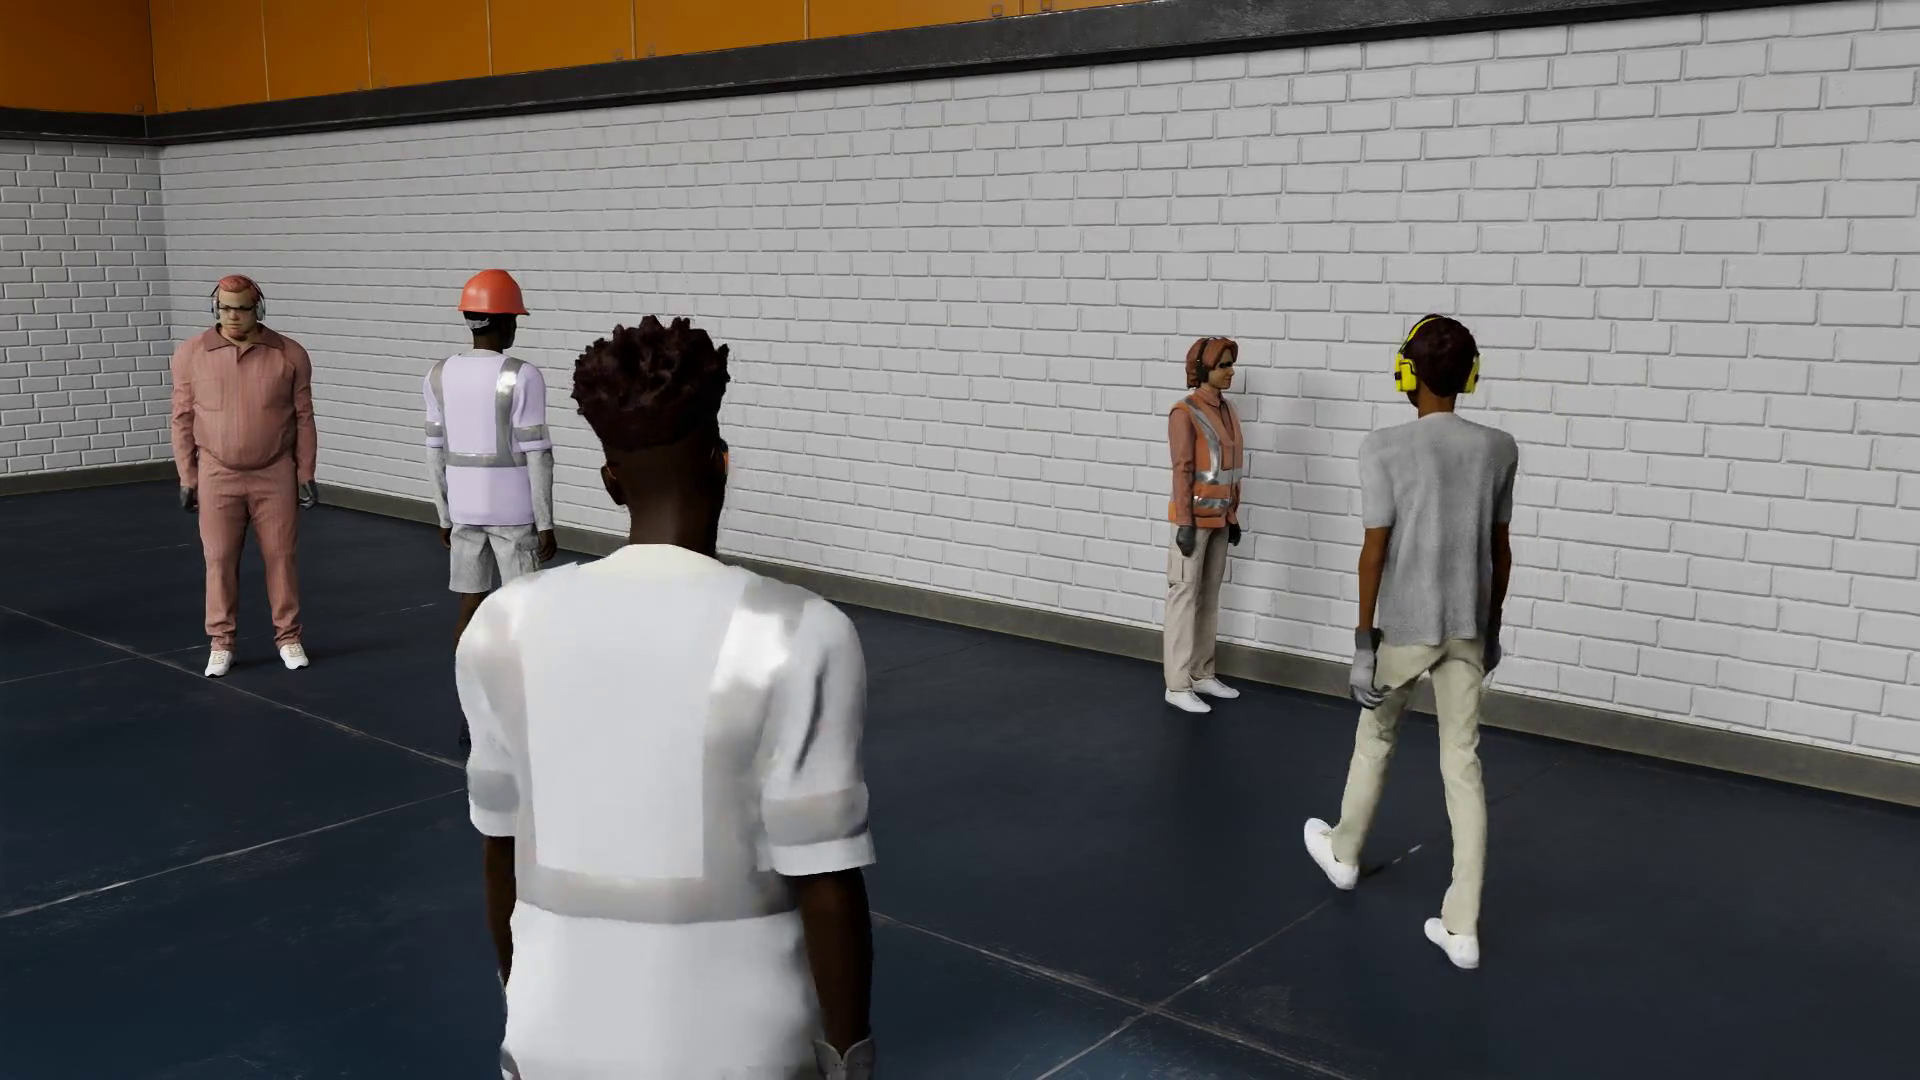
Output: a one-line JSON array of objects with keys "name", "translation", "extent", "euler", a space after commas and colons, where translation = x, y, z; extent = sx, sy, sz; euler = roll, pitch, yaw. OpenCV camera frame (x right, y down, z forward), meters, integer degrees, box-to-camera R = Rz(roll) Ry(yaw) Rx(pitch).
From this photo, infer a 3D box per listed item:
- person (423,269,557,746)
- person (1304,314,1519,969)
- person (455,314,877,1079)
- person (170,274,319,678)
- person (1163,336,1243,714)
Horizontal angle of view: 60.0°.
[{"name": "person", "translation": [-1.871, -0.118, 6.743], "extent": [0.549, 1.936, 0.377], "euler": [3, 11, 19]}, {"name": "person", "translation": [1.352, 0.256, 4.937], "extent": [0.536, 1.827, 0.911], "euler": [-1, 10, -7]}, {"name": "person", "translation": [-0.406, 0.669, 2.284], "extent": [0.622, 1.933, 0.561], "euler": [2, 10, 14]}, {"name": "person", "translation": [-3.386, -0.304, 7.913], "extent": [0.639, 1.901, 0.406], "euler": [-4, 11, -23]}, {"name": "person", "translation": [1.078, -0.074, 7.337], "extent": [0.311, 1.642, 0.513], "euler": [7, 12, 34]}]
